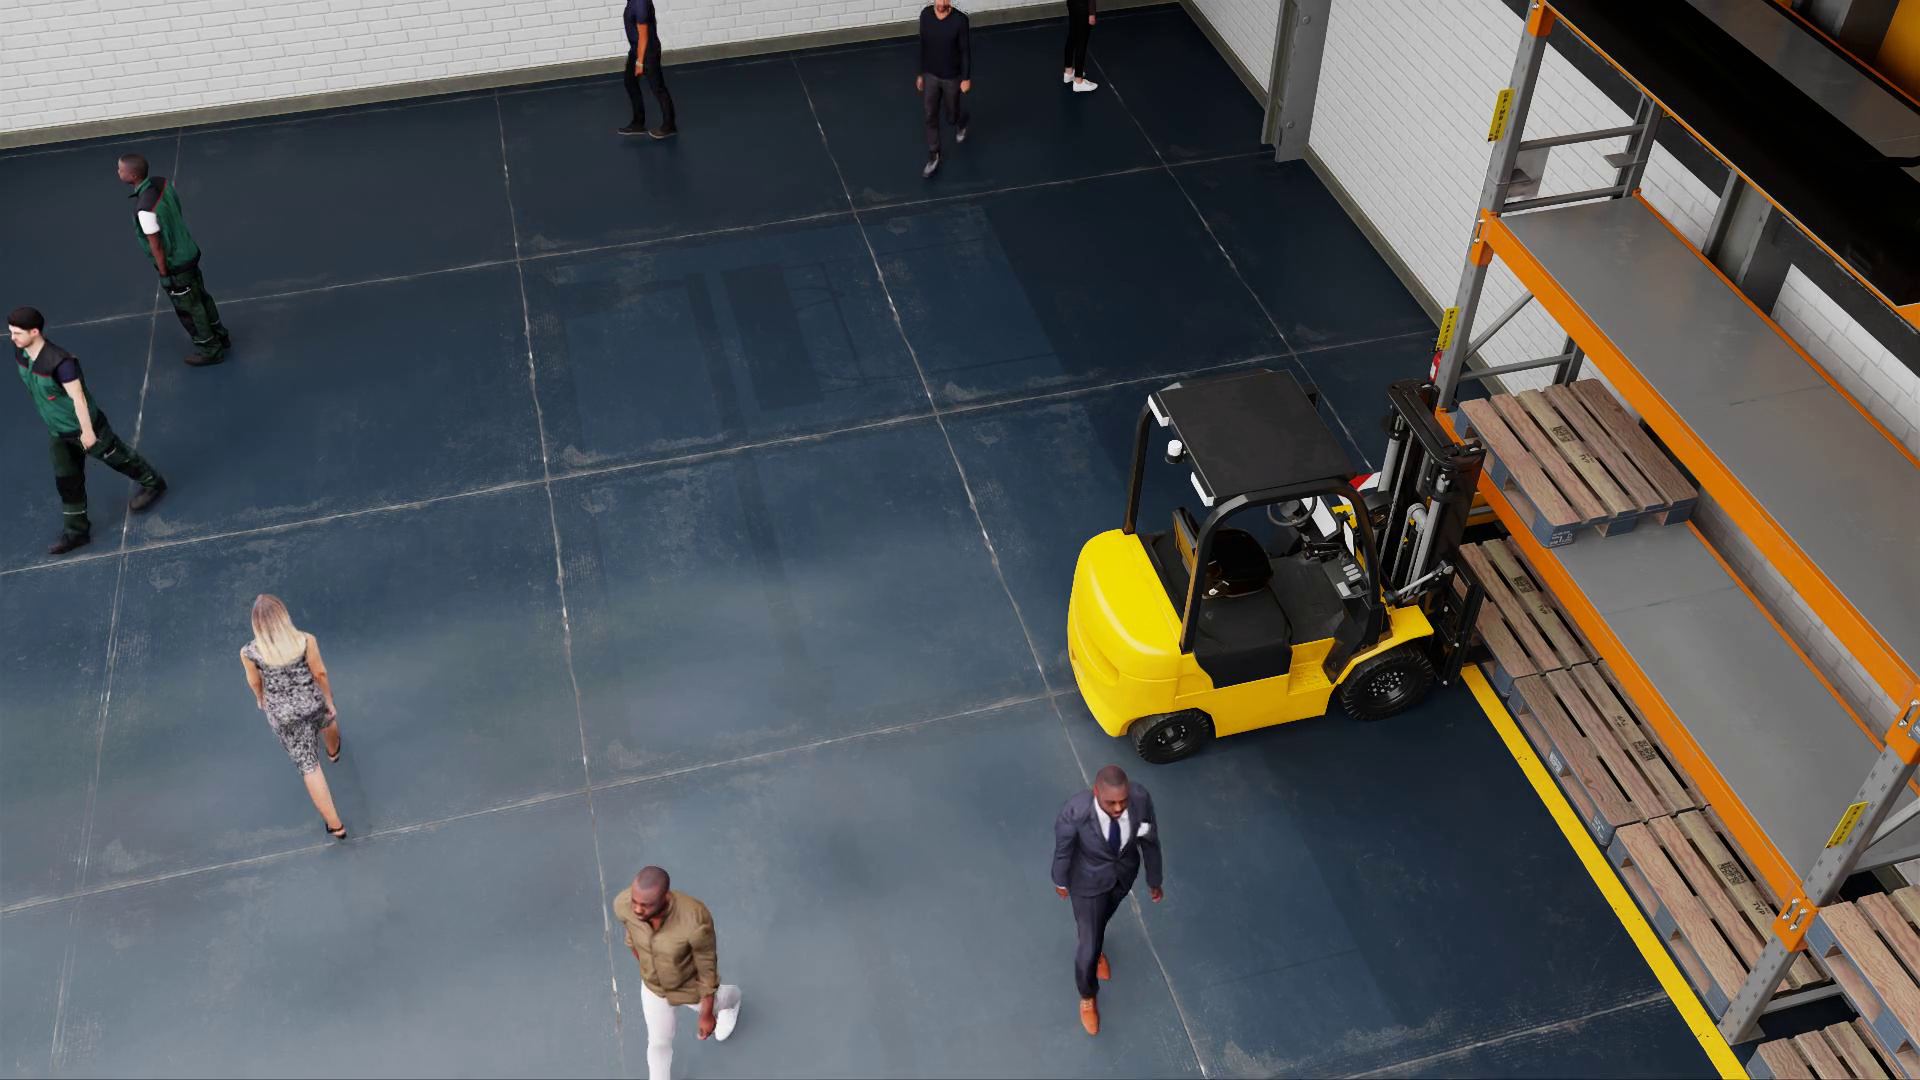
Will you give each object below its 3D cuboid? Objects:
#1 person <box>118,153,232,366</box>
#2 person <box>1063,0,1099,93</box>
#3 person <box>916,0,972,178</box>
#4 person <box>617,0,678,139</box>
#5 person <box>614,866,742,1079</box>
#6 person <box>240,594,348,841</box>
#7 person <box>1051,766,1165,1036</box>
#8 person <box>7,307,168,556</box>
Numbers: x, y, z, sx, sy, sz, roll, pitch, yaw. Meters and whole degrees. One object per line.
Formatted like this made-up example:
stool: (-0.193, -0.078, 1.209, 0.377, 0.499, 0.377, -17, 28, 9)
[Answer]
person: (-6.084, -2.181, 12.900, 0.770, 1.836, 0.580, -4, 44, -4)
person: (1.171, -5.214, 16.179, 0.684, 1.705, 0.471, -15, 46, -15)
person: (-0.122, -4.228, 15.041, 0.987, 1.846, 1.104, 15, 46, 16)
person: (-2.836, -4.547, 15.428, 0.794, 1.775, 0.763, -16, 46, -16)
person: (-1.368, 2.149, 8.385, 1.103, 1.794, 1.289, 12, 45, 12)
person: (-3.817, 1.051, 9.634, 0.755, 1.662, 1.177, -18, 47, -18)
person: (0.723, 1.719, 8.826, 0.752, 1.808, 0.856, -16, 46, -16)
person: (-6.028, -0.849, 11.489, 1.194, 1.853, 1.282, 20, 47, 19)
